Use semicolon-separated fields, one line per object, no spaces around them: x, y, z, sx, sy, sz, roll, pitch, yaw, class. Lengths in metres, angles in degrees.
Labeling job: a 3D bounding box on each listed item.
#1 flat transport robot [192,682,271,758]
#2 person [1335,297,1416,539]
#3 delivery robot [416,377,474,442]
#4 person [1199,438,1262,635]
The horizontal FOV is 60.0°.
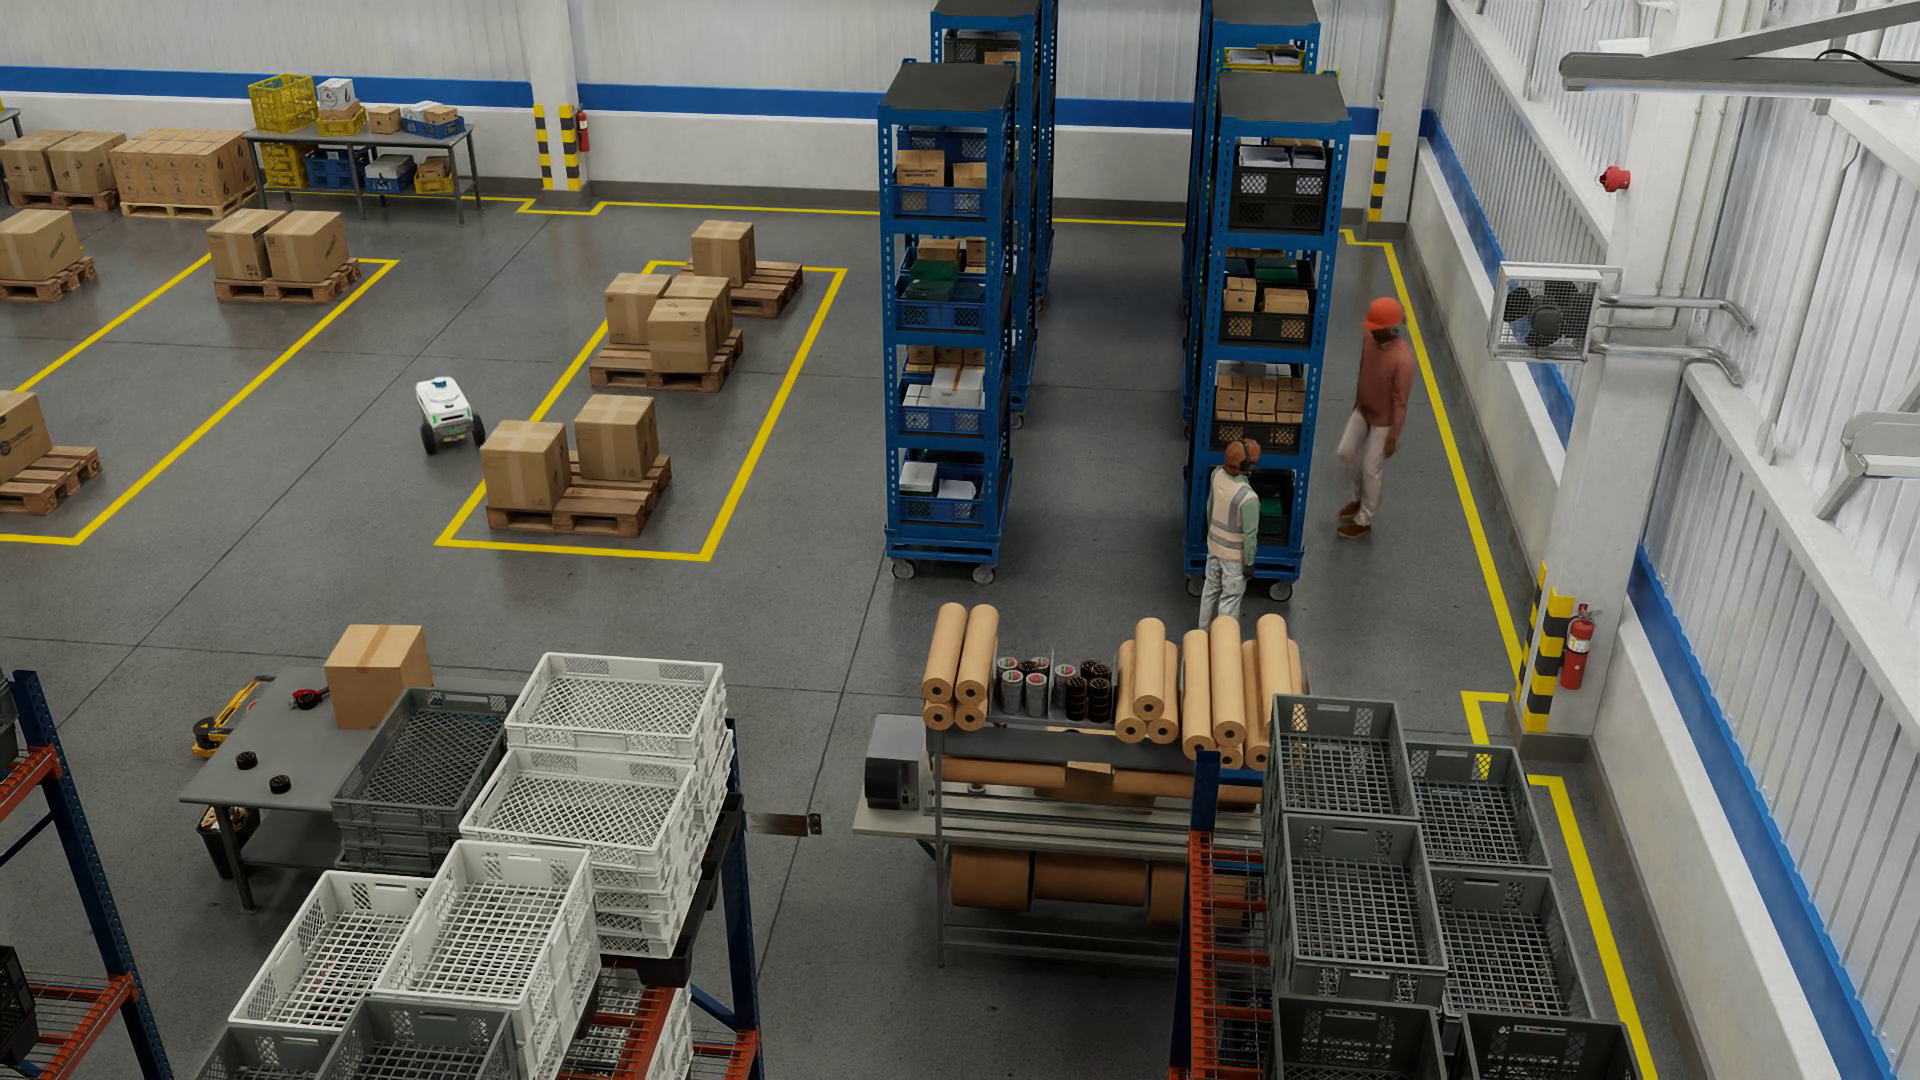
-4.089;1.163;10.648;1.431;0.197;0.652;3;30;6;flat transport robot
3.146;-0.936;12.581;0.549;1.974;0.675;-12;32;-19;person
-4.427;-1.161;14.269;0.477;0.478;0.707;-15;33;-23;delivery robot
1.821;0.069;11.176;0.305;1.638;0.523;-12;32;-20;person
